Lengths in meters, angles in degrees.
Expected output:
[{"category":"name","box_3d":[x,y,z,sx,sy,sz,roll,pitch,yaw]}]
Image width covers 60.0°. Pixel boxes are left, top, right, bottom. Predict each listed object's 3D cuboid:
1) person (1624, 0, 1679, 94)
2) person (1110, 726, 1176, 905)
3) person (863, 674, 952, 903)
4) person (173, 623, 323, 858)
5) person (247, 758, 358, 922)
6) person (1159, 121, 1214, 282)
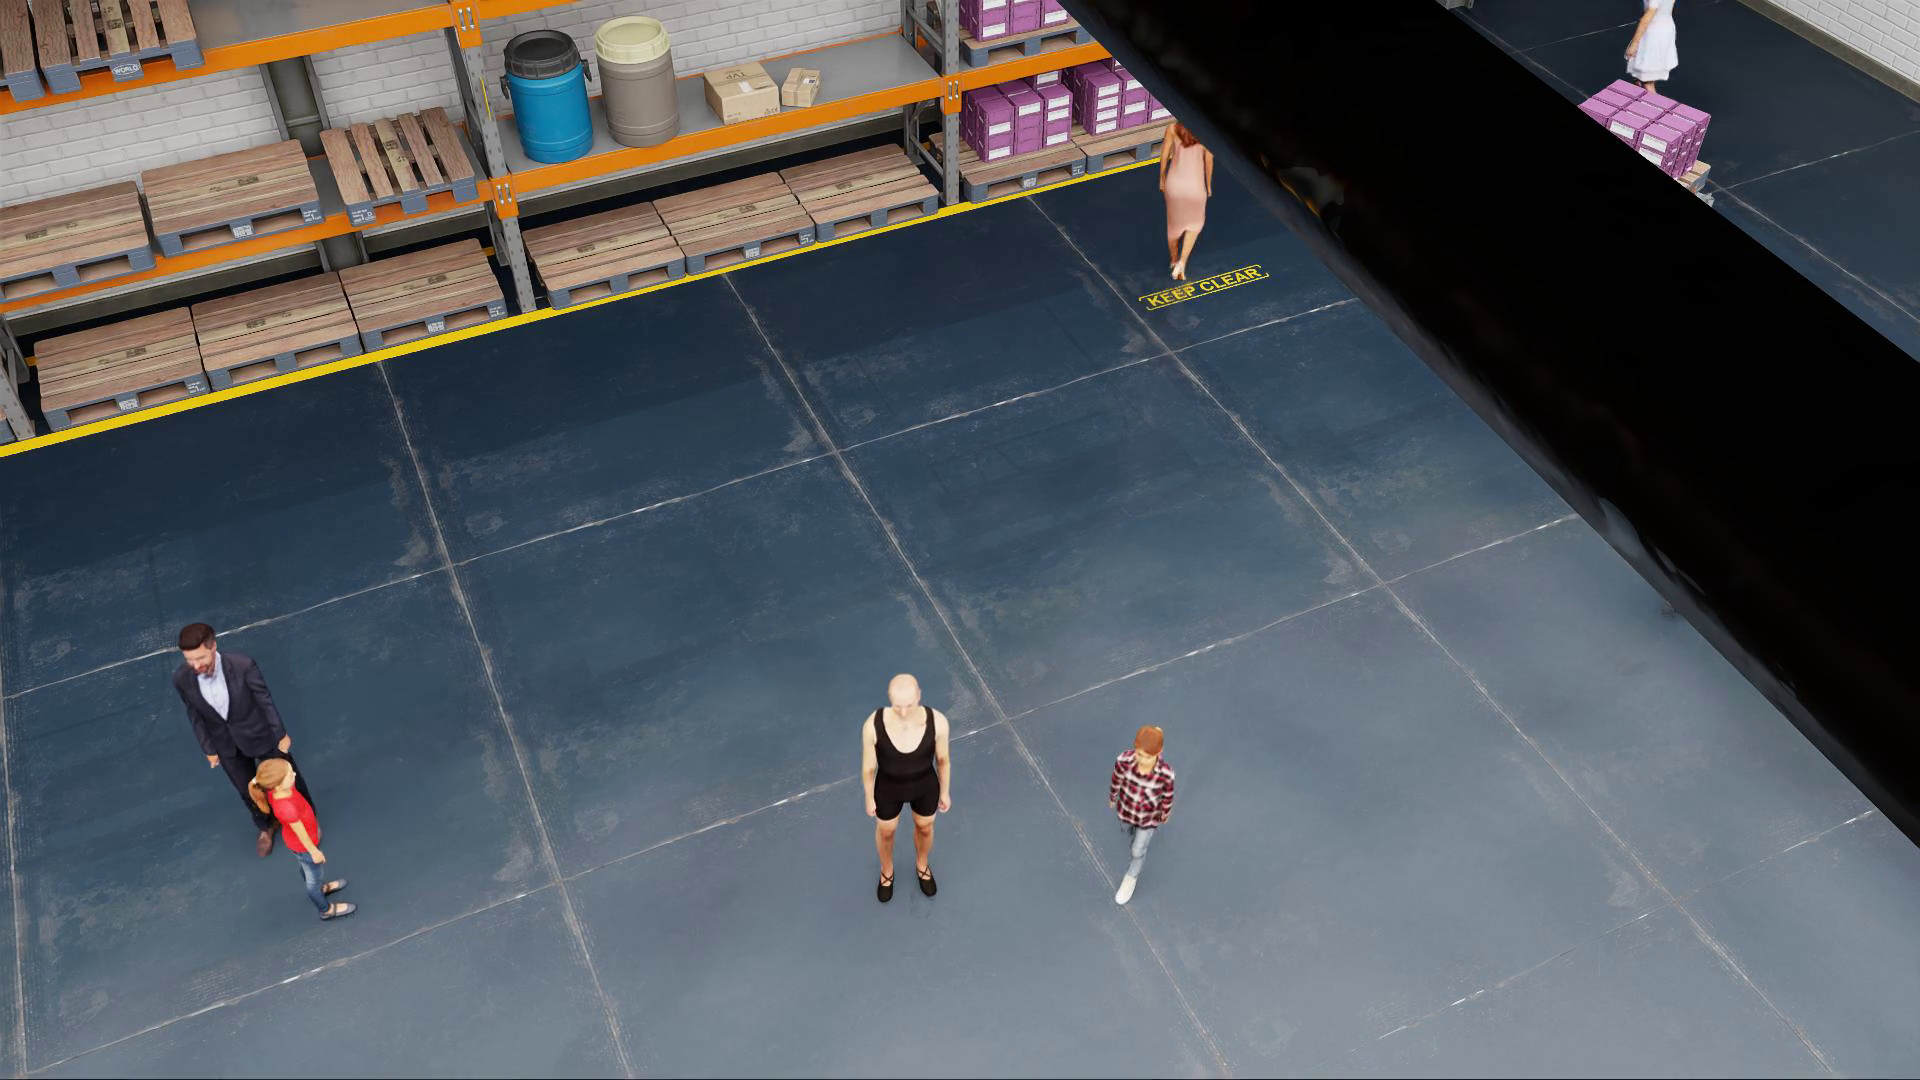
[{"category":"person","box_3d":[6.640,-4.709,15.856,0.862,1.782,0.905,-30,51,-27]},{"category":"person","box_3d":[1.068,1.510,9.684,0.824,1.291,0.921,19,47,19]},{"category":"person","box_3d":[-0.302,1.388,9.431,0.570,1.815,0.757,-5,44,-5]},{"category":"person","box_3d":[-4.154,1.134,9.658,0.605,1.870,0.742,-8,44,-8]},{"category":"person","box_3d":[-3.764,1.697,9.473,0.519,1.311,0.513,-22,48,-21]},{"category":"person","box_3d":[1.876,-2.918,13.944,0.811,1.824,0.868,11,45,12]}]
